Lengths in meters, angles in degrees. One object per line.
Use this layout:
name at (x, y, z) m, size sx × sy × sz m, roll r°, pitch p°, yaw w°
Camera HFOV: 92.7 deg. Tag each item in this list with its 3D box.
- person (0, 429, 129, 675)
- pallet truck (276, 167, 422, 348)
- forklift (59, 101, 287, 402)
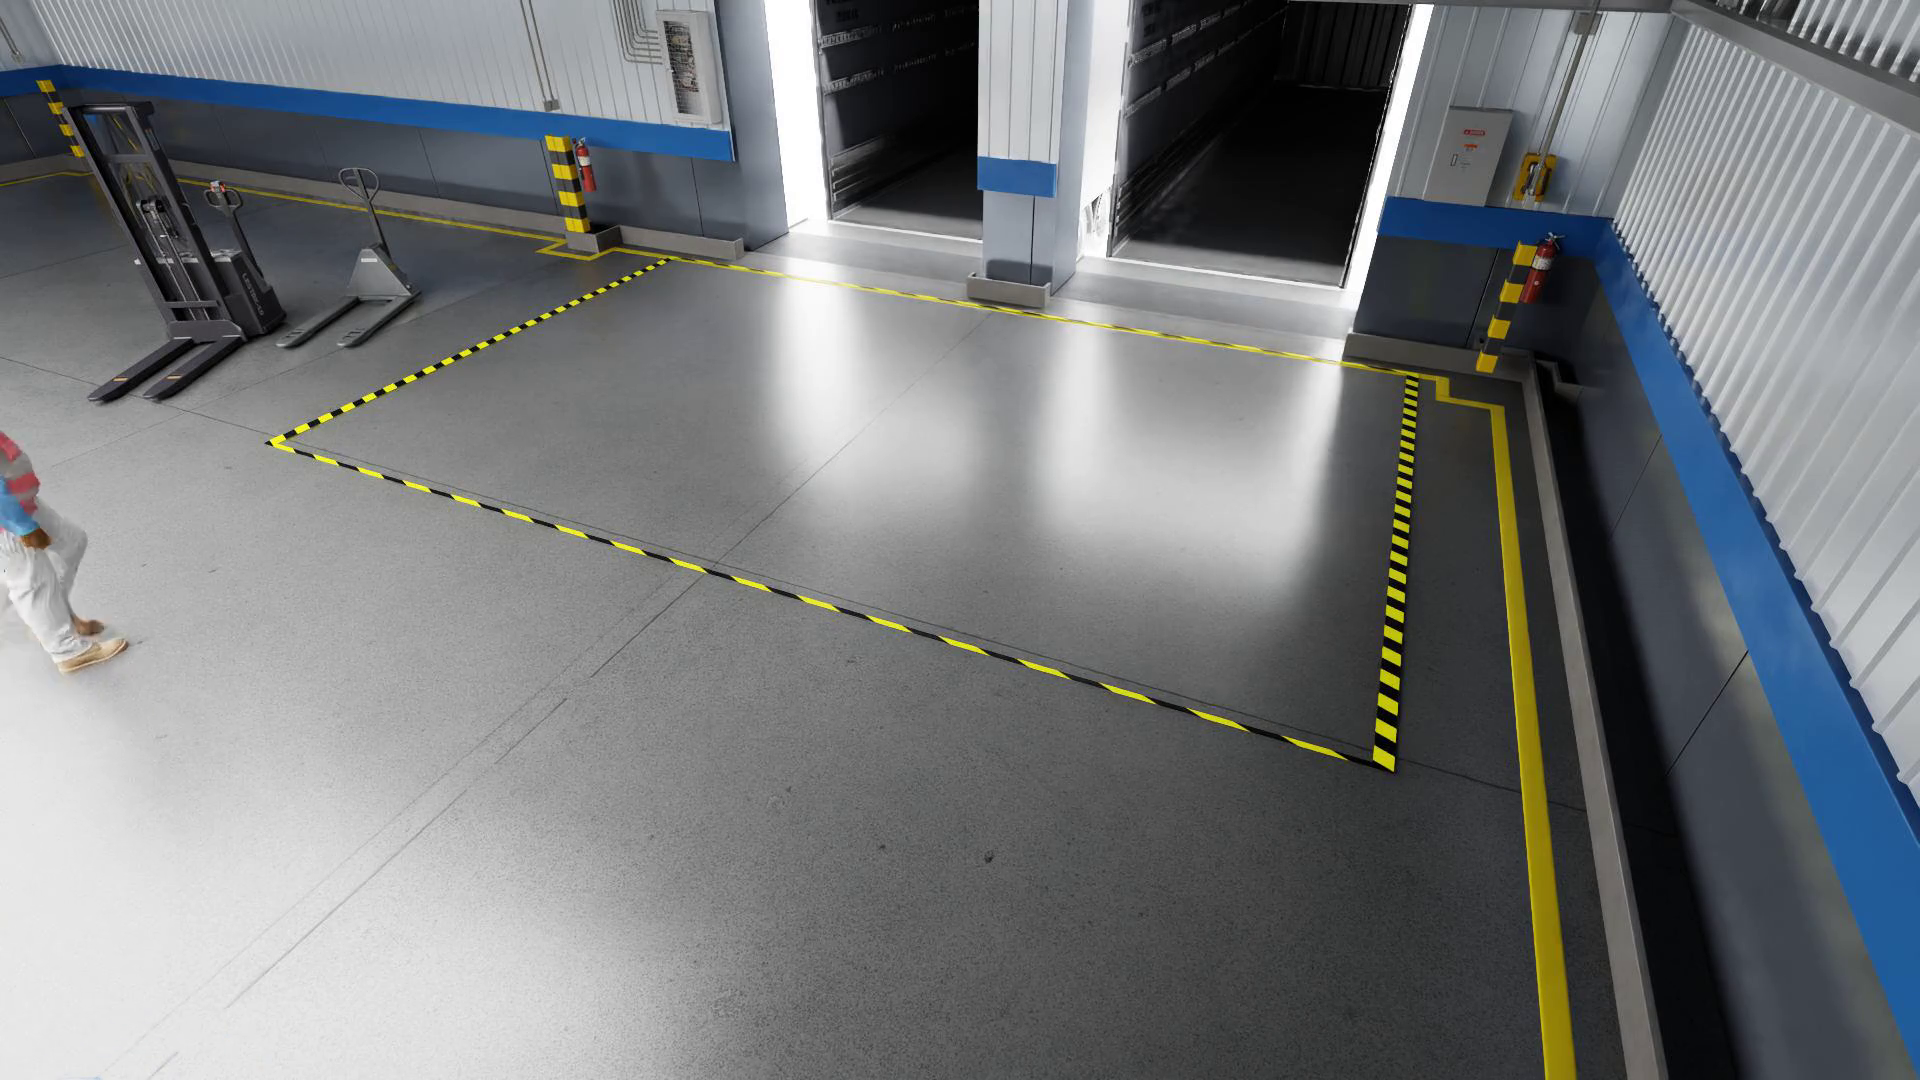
person at (-4.591, -0.143, 4.369) m, size 0.628 × 1.832 × 0.447 m, roll 28°, pitch 44°, yaw 34°
pallet truck at (-5.732, -2.611, 8.414) m, size 0.680 × 1.201 × 1.601 m, roll -1°, pitch 35°, yaw -1°
forklift at (-6.686, -2.387, 7.434) m, size 0.823 × 1.965 × 1.885 m, roll -3°, pitch 35°, yaw -5°
